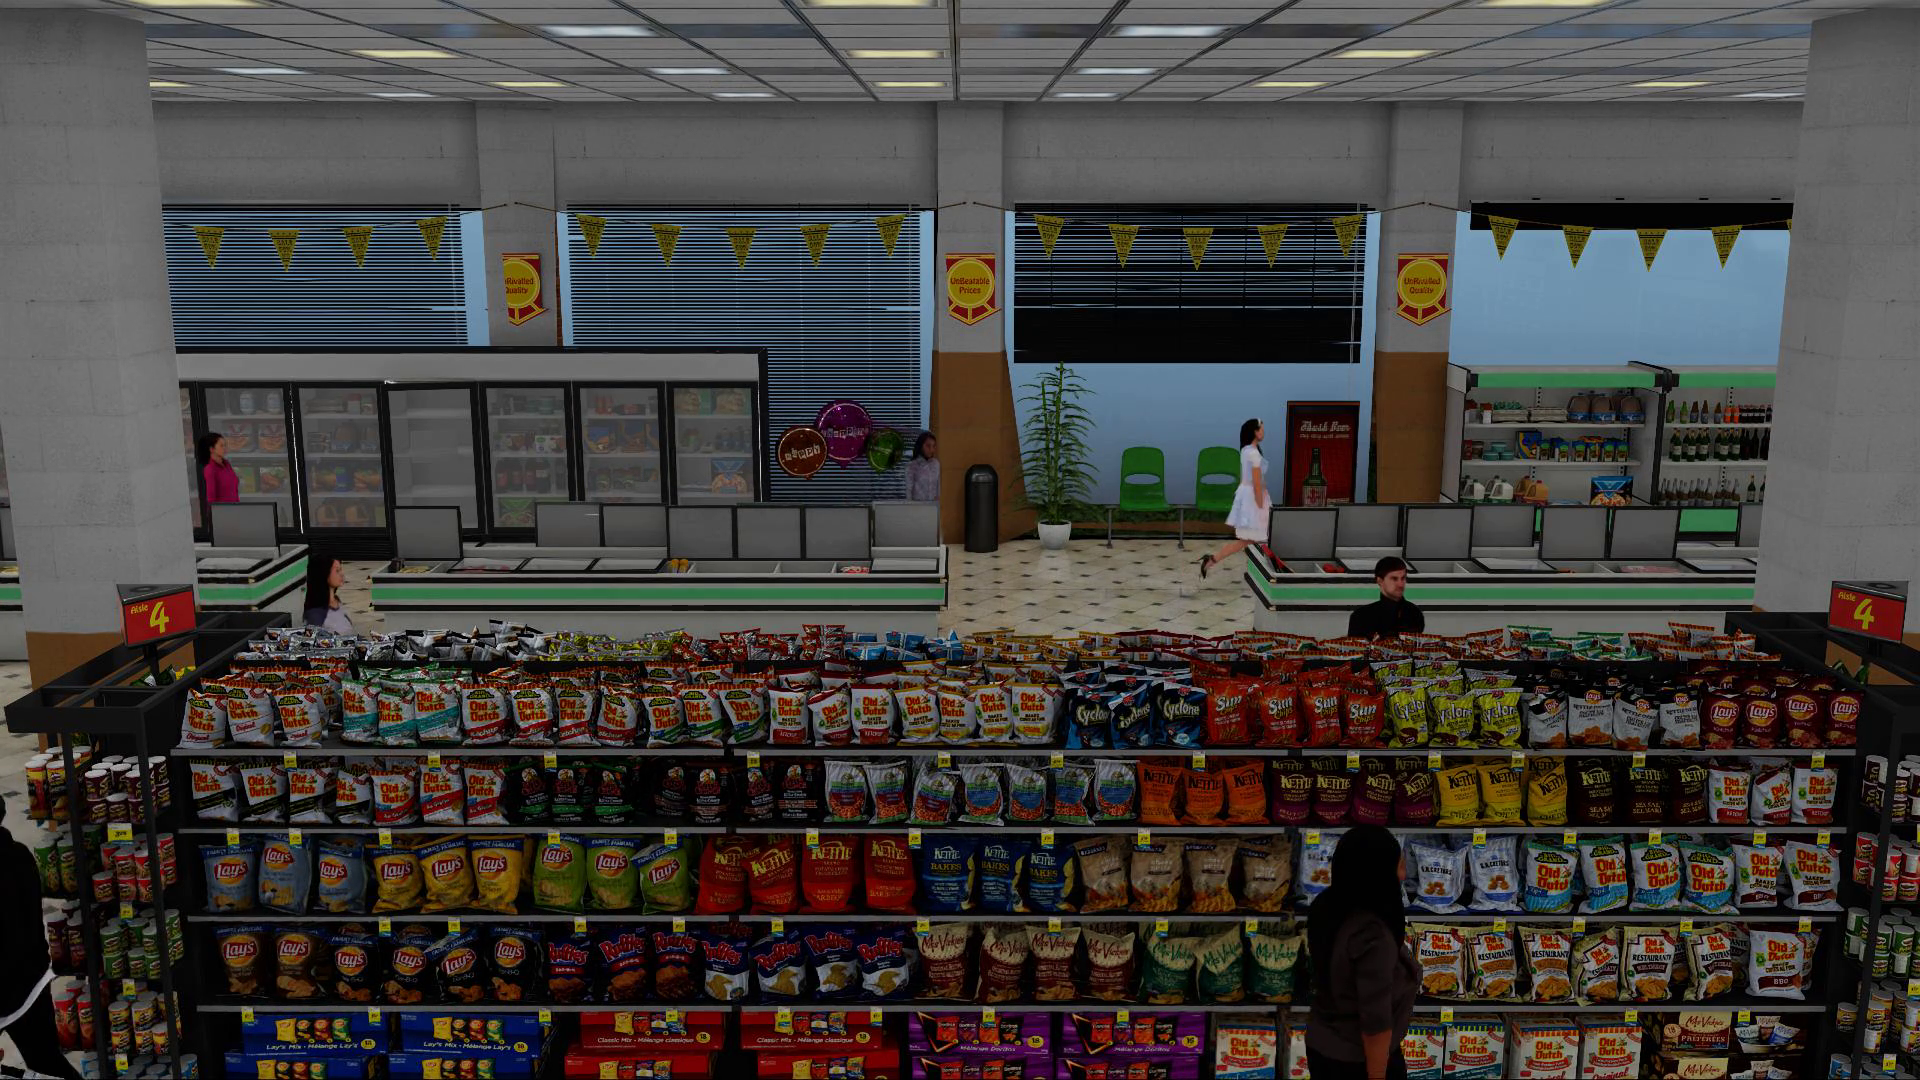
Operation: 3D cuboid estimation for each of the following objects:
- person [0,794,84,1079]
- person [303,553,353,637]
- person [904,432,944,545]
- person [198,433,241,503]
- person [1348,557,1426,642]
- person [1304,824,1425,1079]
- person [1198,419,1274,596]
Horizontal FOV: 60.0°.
[{"bbox_3d":[-3.693,1.837,6.578,1.247,1.764,0.757,1,12,4],"label":"person"},{"bbox_3d":[-4.273,0.937,11.105,1.109,1.659,0.689,-2,12,-7],"label":"person"},{"bbox_3d":[-0.440,-0.234,16.564,0.699,1.701,0.780,-7,14,-31],"label":"person"},{"bbox_3d":[-7.415,-0.219,16.560,1.053,1.673,0.613,-1,12,-4],"label":"person"},{"bbox_3d":[2.633,1.000,10.375,0.666,1.838,0.849,-5,13,-22],"label":"person"},{"bbox_3d":[1.341,1.918,6.047,1.049,1.824,0.836,-4,12,-17],"label":"person"},{"bbox_3d":[2.833,-0.301,16.646,0.998,1.799,0.652,0,12,-2],"label":"person"}]
